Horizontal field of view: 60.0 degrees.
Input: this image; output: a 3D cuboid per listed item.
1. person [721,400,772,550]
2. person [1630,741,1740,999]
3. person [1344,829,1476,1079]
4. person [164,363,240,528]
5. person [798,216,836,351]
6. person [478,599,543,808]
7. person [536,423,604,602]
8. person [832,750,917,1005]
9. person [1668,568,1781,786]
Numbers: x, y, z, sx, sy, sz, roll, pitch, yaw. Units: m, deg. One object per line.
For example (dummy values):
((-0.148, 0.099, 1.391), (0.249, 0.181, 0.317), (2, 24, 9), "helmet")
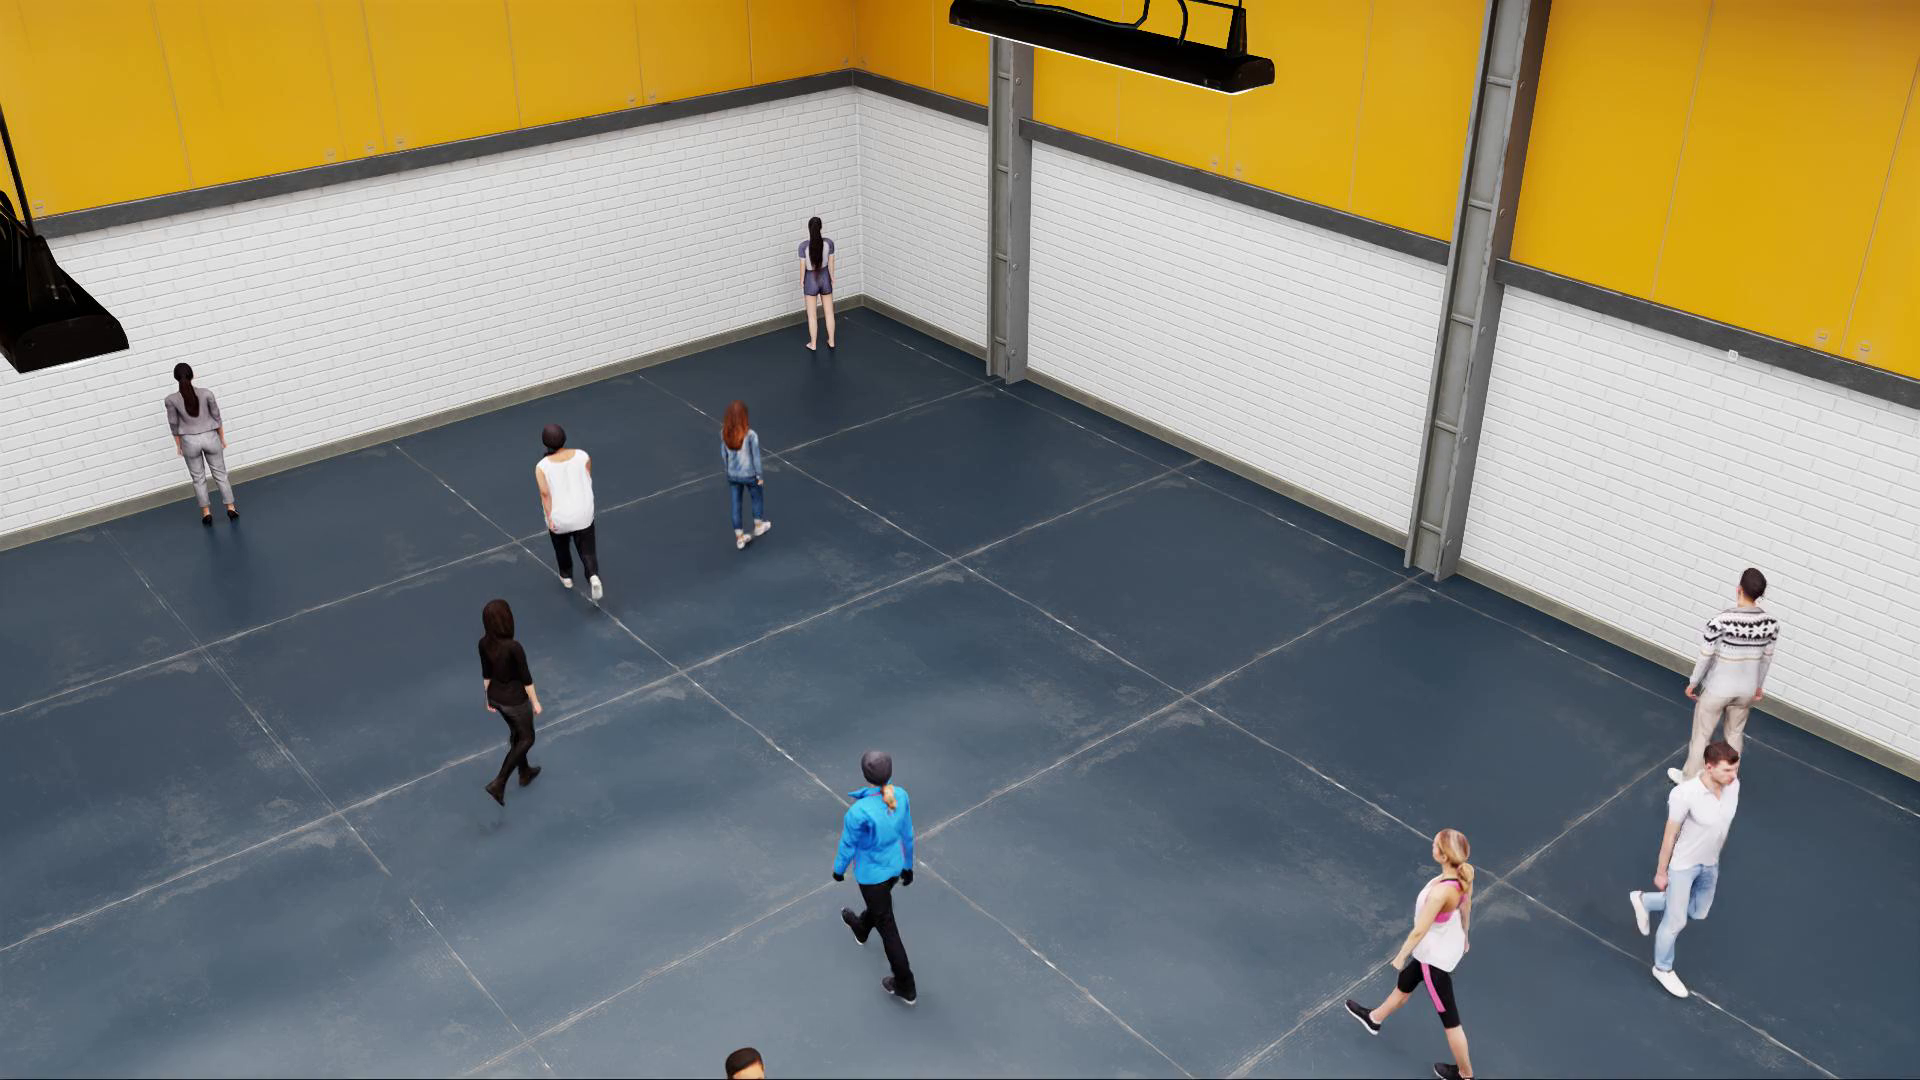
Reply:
((-2.074, -0.589, 15.611), (0.792, 1.466, 0.833), (9, 30, 15), "person")
((4.535, 1.990, 10.501), (0.826, 1.833, 1.016), (-10, 30, -18), "person")
((2.862, 2.488, 9.690), (1.164, 1.736, 0.742), (23, 36, 36), "person")
((-7.302, -0.919, 15.996), (0.675, 1.678, 0.667), (-13, 31, -22), "person")
((-1.702, -3.090, 20.005), (0.656, 1.650, 0.631), (-10, 30, -18), "person")
((-3.325, 1.215, 12.139), (0.922, 1.625, 0.840), (13, 31, 23), "person")
((-3.452, -0.239, 14.762), (0.826, 1.666, 1.070), (-12, 31, -21), "person")
((-0.438, 2.134, 10.310), (0.625, 1.763, 1.085), (-23, 36, -36), "person")
((5.633, 1.069, 12.166), (0.812, 1.856, 0.839), (-3, 29, -6), "person")
